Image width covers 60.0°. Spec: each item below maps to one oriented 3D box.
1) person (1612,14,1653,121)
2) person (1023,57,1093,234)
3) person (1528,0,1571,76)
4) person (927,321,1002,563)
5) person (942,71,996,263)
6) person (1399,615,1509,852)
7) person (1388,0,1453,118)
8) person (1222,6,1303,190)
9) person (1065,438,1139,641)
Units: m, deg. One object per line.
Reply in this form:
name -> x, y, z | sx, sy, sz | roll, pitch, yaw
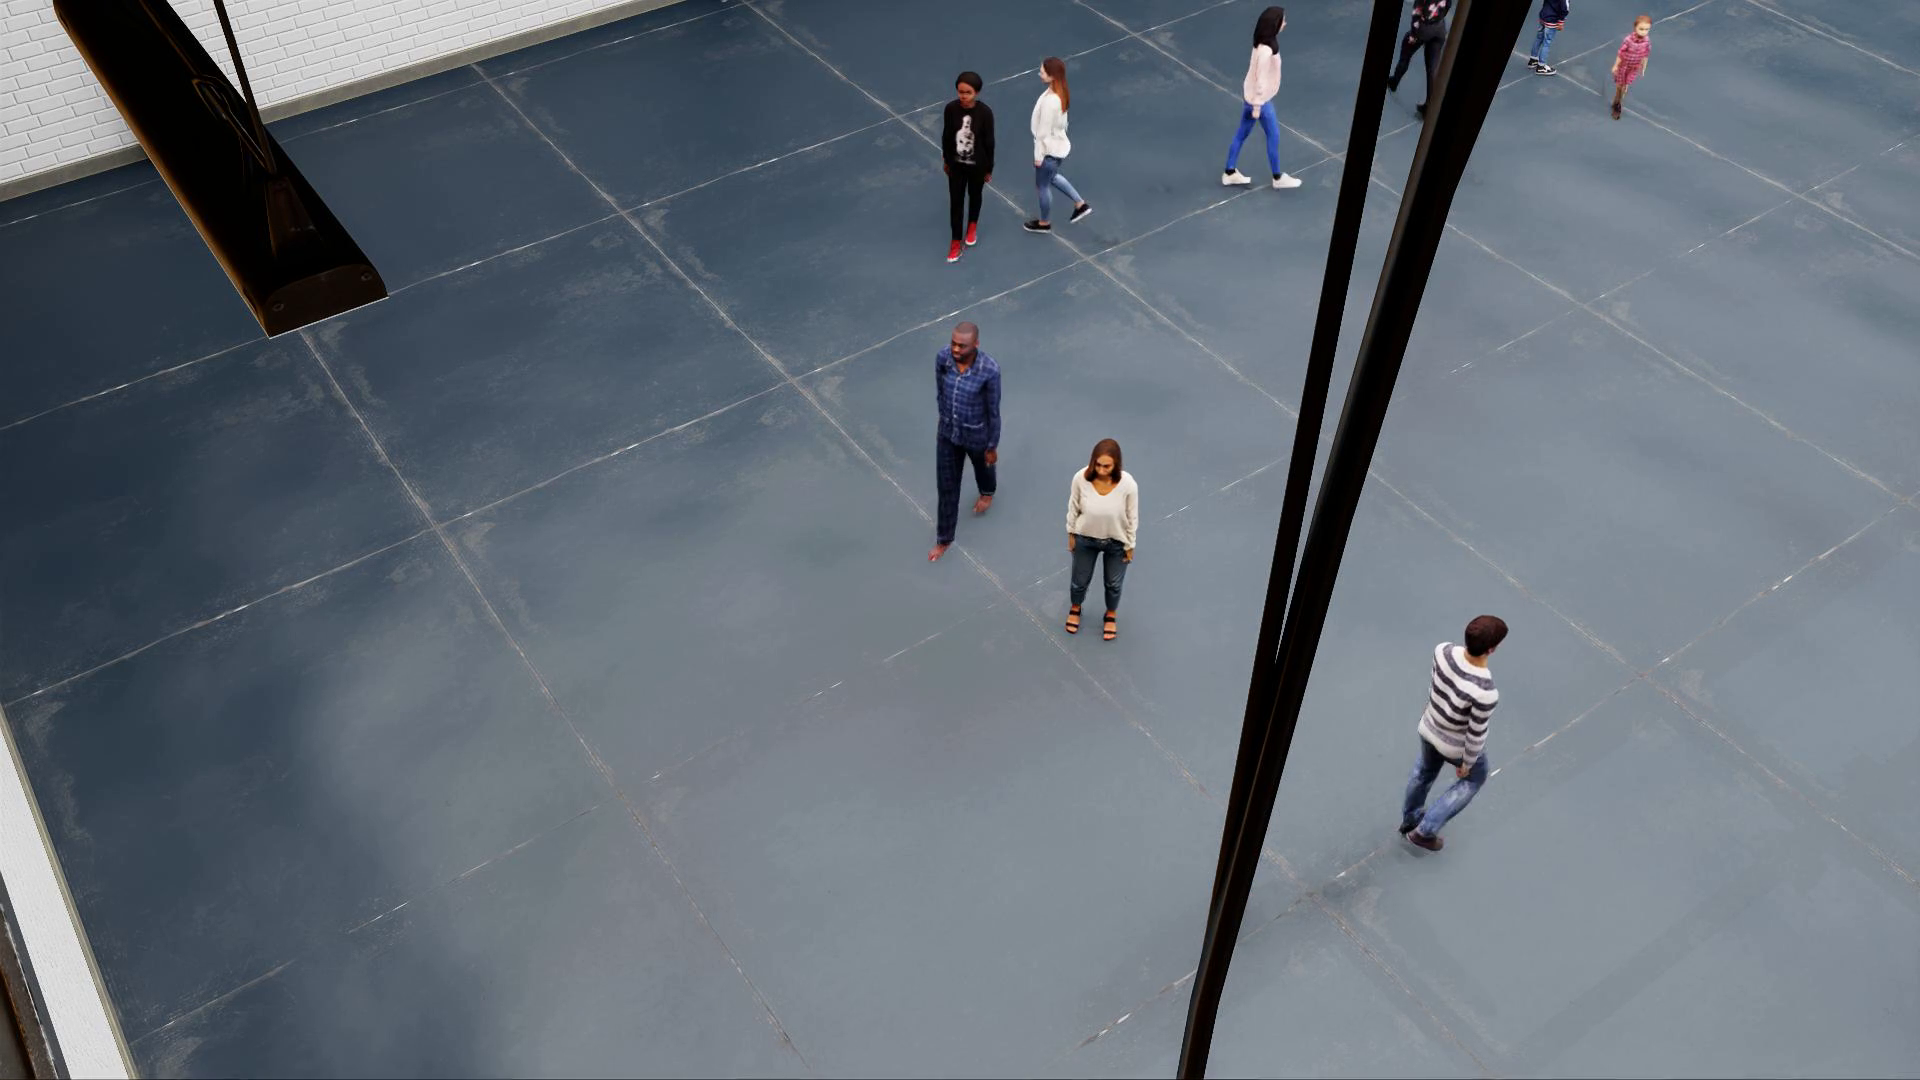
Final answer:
person -> 6.472, -4.615, 16.078 | 0.553, 1.016, 0.613 | 2, 44, 2
person -> 0.864, -3.339, 14.260 | 0.949, 1.676, 0.905 | 11, 45, 11
person -> 5.911, -5.264, 16.609 | 0.593, 1.222, 0.583 | -9, 44, -9
person -> 0.100, -0.780, 11.509 | 1.049, 1.765, 1.266 | 19, 47, 19
person -> 0.083, -3.264, 14.197 | 0.945, 1.653, 0.996 | 6, 44, 6
person -> 2.716, 1.134, 9.445 | 0.700, 1.840, 0.672 | -22, 48, -21
person -> 4.494, -4.809, 15.827 | 1.032, 1.643, 0.883 | -11, 45, -12
person -> 2.572, -3.924, 14.824 | 1.076, 1.744, 0.990 | 2, 44, 3
person -> 0.922, -0.020, 10.776 | 0.699, 1.676, 0.754 | 11, 45, 11
